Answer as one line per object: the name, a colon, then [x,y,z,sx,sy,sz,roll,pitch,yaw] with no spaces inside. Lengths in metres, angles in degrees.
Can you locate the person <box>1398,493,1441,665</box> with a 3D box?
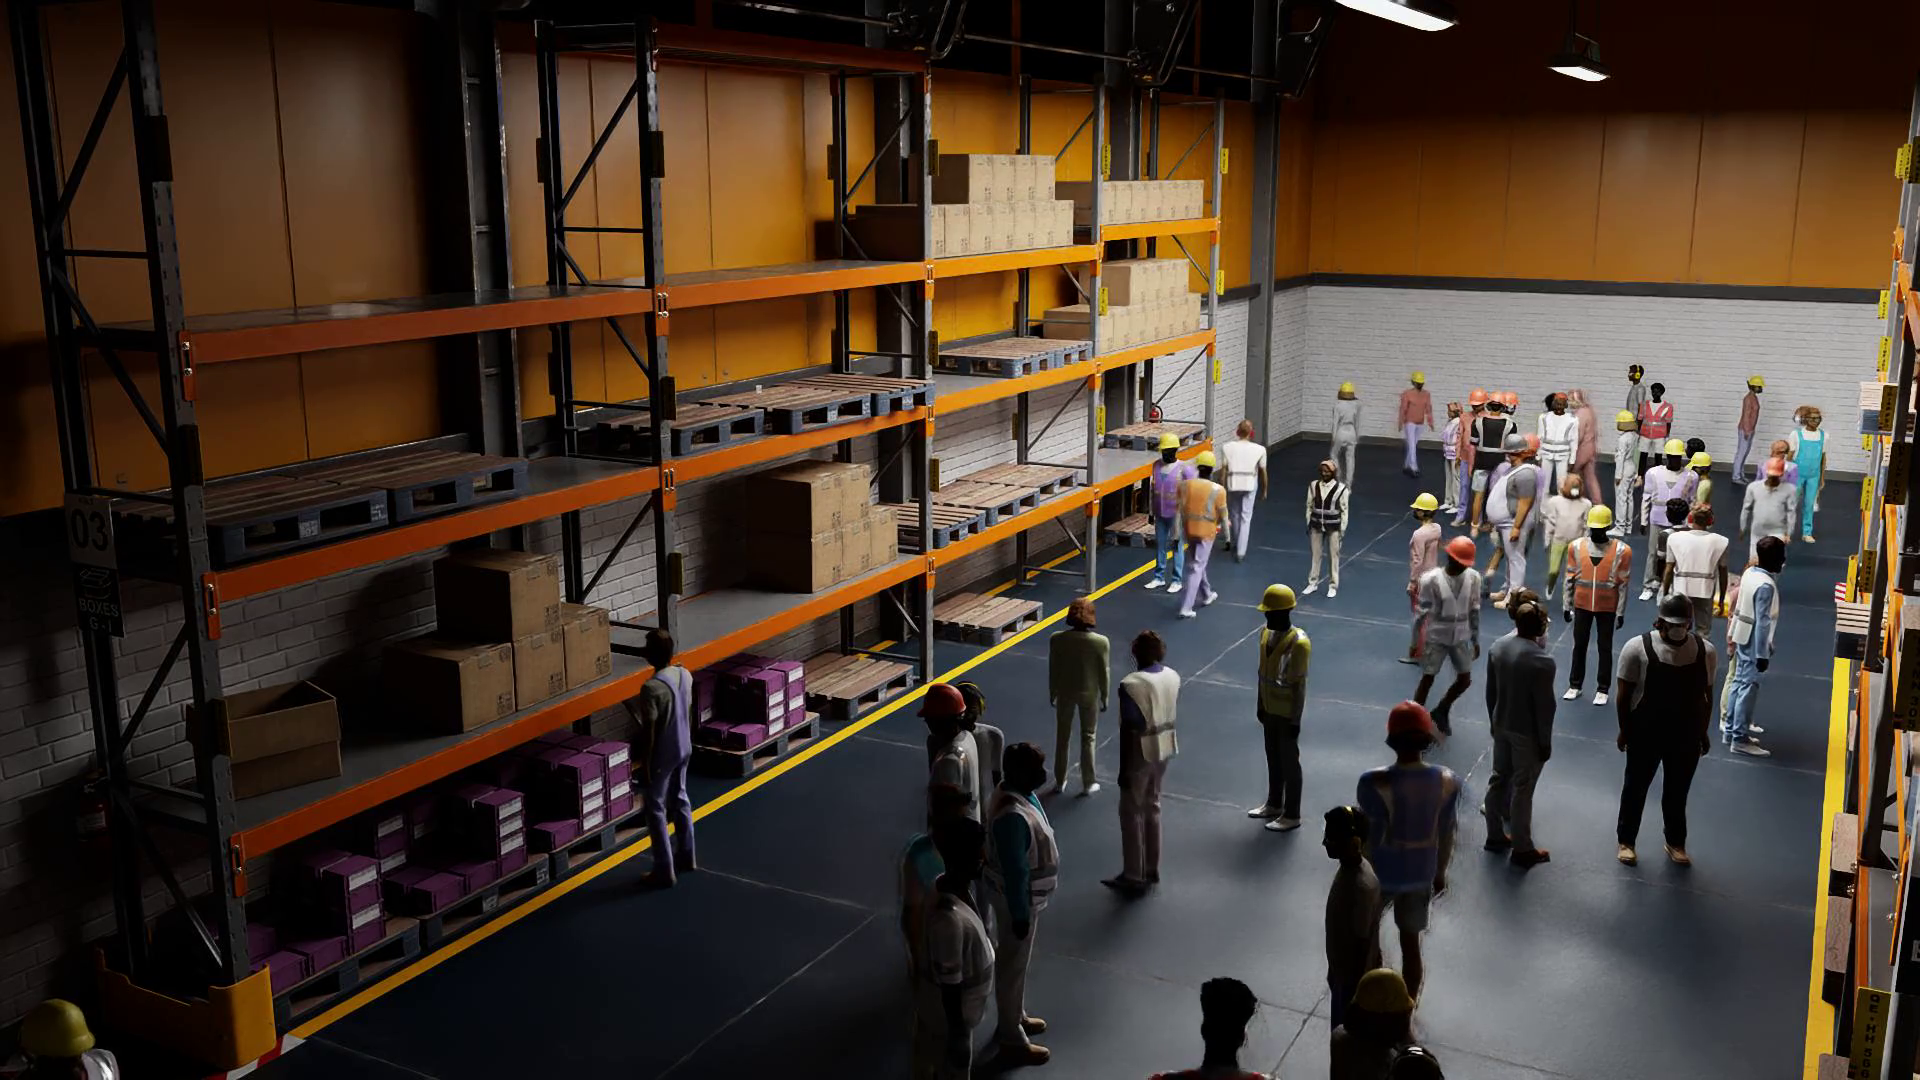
person: [4.710,0.392,16.967,0.298,1.772,0.533,10,16,38]

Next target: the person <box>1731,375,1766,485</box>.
person: [12.663,-1.767,26.666,0.342,1.758,0.527,9,16,35]

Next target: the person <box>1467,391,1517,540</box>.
person: [7.244,-1.014,22.682,0.613,2.031,0.402,4,13,18]

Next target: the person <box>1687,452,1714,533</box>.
person: [8.618,-0.156,19.447,0.341,1.761,0.525,7,14,29]

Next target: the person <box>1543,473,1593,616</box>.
person: [6.905,0.023,18.947,0.517,1.617,0.533,2,13,10]

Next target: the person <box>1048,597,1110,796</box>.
person: [0.956,1.260,13.410,0.503,1.625,0.289,3,13,15]

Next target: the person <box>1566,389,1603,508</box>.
person: [9.001,-1.264,24.219,0.864,1.841,0.656,8,15,31]

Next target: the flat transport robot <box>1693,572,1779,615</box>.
flat transport robot: [8.988,0.625,19.305,0.652,0.197,1.431,10,16,37]

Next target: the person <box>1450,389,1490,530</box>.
person: [7.227,-1.140,23.336,0.609,1.986,0.392,10,16,38]

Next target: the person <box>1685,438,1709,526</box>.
person: [9.157,-0.434,20.830,0.317,1.695,0.540,12,17,43]

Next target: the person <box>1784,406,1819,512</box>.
person: [12.280,-1.169,24.358,0.882,1.585,0.517,-1,13,-5]

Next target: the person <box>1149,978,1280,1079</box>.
person: [0.981,2.624,6.621,0.605,1.910,0.972,-1,13,-6]

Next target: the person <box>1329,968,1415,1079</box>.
person: [1.723,2.626,7.052,0.340,1.735,0.489,-4,13,-17]

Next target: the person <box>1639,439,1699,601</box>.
person: [8.238,-0.224,19.358,0.594,1.929,0.352,6,14,25]

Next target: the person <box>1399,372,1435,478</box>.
person: [7.503,-1.884,27.226,0.540,1.727,0.852,-4,13,-18]

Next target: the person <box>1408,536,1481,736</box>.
person: [4.256,0.872,14.549,0.644,1.889,0.530,-2,13,-9]

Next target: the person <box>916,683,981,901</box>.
person: [-0.072,1.810,10.266,0.387,1.929,0.544,2,13,10]

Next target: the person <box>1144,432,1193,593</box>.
person: [2.490,-0.332,19.848,0.585,1.928,0.369,12,17,42]

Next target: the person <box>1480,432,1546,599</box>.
person: [6.416,-0.248,19.306,0.629,2.000,0.906,11,16,40]

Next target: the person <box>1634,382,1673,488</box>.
person: [10.930,-1.638,26.219,0.533,1.697,0.319,9,15,34]

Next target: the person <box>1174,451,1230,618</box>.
person: [2.745,-0.078,18.848,0.608,1.871,1.014,9,15,34]

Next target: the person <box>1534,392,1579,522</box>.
person: [8.505,-1.176,23.746,0.575,1.880,0.359,7,14,29]

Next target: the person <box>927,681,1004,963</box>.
person: [0.037,1.783,10.540,0.510,1.862,0.328,-1,13,-3]

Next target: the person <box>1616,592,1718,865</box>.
person: [5.106,1.363,12.007,0.688,2.000,0.539,1,13,4]

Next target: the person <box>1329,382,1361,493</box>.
person: [5.998,-1.621,26.065,0.516,1.720,0.641,-4,13,-16]

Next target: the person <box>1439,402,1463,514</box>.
person: [7.243,-1.209,24.431,0.310,1.638,0.523,-2,13,-8]

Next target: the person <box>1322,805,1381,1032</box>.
person: [1.968,2.239,8.497,0.327,1.863,0.510,0,13,2]

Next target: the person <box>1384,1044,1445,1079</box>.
person: [1.665,2.761,6.217,0.505,1.838,0.350,2,13,8]

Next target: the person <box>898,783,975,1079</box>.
person: [-0.100,2.152,8.974,0.450,1.820,0.638,9,15,35]

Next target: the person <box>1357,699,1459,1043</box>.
person: [2.538,1.909,9.600,0.640,2.023,0.464,-2,13,-10]

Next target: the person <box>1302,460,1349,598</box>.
person: [4.325,-0.139,19.633,0.515,1.641,0.315,9,15,34]

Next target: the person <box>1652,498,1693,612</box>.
person: [7.340,0.403,17.100,0.530,1.688,0.324,-8,15,-30]

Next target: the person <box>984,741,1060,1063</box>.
person: [0.351,2.030,9.469,0.430,1.845,0.619,1,13,2]

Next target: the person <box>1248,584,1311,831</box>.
person: [2.436,1.268,12.723,0.401,1.919,0.581,-5,14,-23]

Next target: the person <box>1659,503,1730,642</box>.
person: [7.095,0.559,16.105,0.587,1.838,0.392,5,14,21]

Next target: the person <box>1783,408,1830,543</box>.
person: [11.413,-0.869,22.441,0.506,1.847,0.345,2,13,8]

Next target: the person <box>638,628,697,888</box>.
person: [-2.072,1.524,11.760,0.339,1.836,0.524,6,14,26]

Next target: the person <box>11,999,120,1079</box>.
person: [-3.543,2.671,6.645,0.403,1.824,0.593,6,14,25]

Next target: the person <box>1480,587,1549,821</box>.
person: [4.313,1.263,12.896,0.507,1.846,0.345,-11,17,-40]

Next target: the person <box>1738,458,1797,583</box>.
person: [9.396,-0.111,19.366,0.613,1.703,0.829,8,15,31]

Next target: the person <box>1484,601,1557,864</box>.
person: [4.084,1.386,12.136,0.379,1.940,0.629,-5,14,-22]

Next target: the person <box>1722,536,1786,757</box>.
person: [6.853,0.896,14.374,0.379,1.917,0.591,3,13,13]

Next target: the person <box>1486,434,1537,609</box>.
person: [6.330,-0.231,19.145,0.535,2.000,0.674,3,13,11]

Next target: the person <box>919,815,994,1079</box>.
person: [-0.019,2.274,8.095,0.366,1.967,0.602,0,13,-2]

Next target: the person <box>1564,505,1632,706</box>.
person: [5.981,0.609,15.673,0.581,1.919,0.393,8,15,31]

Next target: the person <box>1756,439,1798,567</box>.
person: [10.330,-0.463,21.117,0.316,1.633,0.515,-9,16,-36]

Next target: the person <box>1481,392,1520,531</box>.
person: [7.497,-1.059,22.981,0.405,1.985,0.619,-4,13,-16]

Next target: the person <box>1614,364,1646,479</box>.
person: [10.970,-1.930,27.136,0.326,1.872,0.518,2,13,8]

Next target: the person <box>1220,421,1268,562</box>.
person: [3.693,-0.661,21.627,0.591,1.787,0.990,3,13,14]

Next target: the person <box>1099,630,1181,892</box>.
person: [1.286,1.546,11.728,0.410,1.801,0.743,12,17,43]

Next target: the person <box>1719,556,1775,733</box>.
person: [7.042,0.940,14.822,0.508,1.631,0.265,-5,13,-20]

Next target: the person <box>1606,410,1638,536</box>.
person: [9.135,-0.924,22.942,0.321,1.737,0.483,11,17,40]
